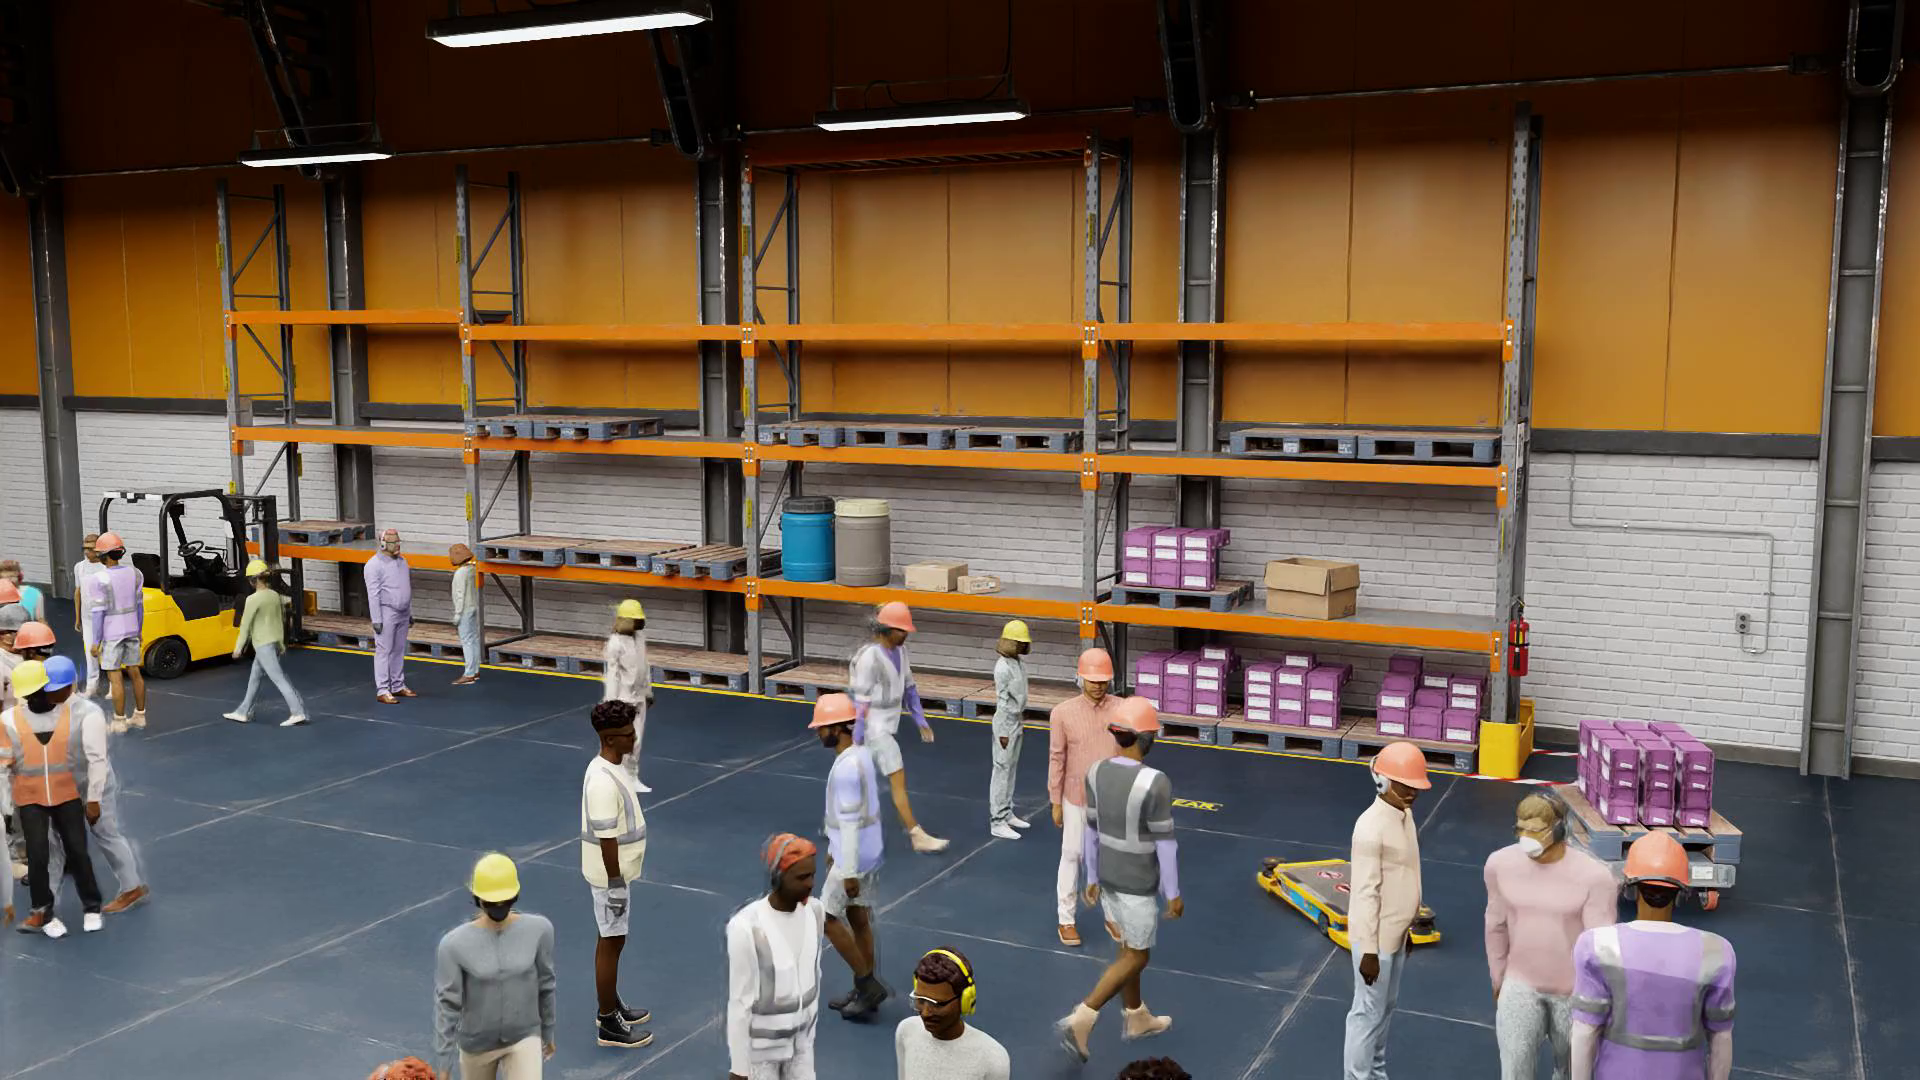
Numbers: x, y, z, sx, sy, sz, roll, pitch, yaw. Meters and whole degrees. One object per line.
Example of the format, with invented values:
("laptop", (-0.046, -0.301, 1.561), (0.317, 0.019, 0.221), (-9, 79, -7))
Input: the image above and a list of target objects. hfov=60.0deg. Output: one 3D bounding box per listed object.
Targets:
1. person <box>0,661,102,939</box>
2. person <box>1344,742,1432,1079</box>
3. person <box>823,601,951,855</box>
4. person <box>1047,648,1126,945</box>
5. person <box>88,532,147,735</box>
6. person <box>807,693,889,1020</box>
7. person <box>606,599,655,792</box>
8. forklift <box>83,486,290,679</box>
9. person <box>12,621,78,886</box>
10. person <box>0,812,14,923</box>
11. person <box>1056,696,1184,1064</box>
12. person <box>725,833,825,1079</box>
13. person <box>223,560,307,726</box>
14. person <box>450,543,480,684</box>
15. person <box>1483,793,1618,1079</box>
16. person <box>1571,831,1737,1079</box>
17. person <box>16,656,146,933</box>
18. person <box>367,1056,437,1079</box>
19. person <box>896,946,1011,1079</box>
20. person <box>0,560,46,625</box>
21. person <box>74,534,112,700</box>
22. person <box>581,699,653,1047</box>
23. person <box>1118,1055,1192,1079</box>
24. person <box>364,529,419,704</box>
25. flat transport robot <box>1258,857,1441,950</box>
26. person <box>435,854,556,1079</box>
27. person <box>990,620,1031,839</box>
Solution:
("person", (-6.053, 1.715, 11.050), (0.597, 1.888, 0.443), (-4, 8, -31))
("person", (2.155, 1.985, 8.374), (0.401, 1.986, 0.612), (4, 8, 31))
("person", (-0.608, 1.446, 12.944), (1.099, 1.979, 0.630), (3, 7, 20))
("person", (0.879, 1.682, 10.917), (0.609, 1.986, 0.413), (-1, 7, -11))
("person", (-8.512, 0.941, 16.767), (0.394, 2.044, 0.609), (3, 7, 22))
("person", (-0.675, 1.852, 9.791), (0.466, 1.910, 0.573), (1, 7, 8))
("person", (-2.847, 1.371, 14.512), (0.353, 1.734, 0.490), (3, 7, 21))
("forklift", (-9.426, 0.454, 20.179), (1.214, 2.155, 2.313), (3, 8, 26))
("person", (-6.692, 1.552, 12.161), (0.356, 1.938, 0.544), (1, 7, 6))
("person", (-5.473, 1.993, 9.028), (0.598, 1.811, 0.622), (-4, 8, -28))
("person", (0.869, 1.875, 9.197), (0.859, 2.017, 0.618), (-5, 8, -34))
("person", (-0.858, 2.182, 7.280), (0.648, 1.866, 0.604), (6, 9, 41))
("person", (-7.163, 1.068, 17.094), (0.931, 1.707, 0.541), (0, 7, 3))
("person", (-5.734, 0.846, 19.237), (0.281, 1.633, 0.499), (0, 7, 1))
("person", (2.697, 2.114, 7.714), (0.644, 1.874, 1.051), (4, 8, 32))
("person", (2.735, 2.168, 6.635), (0.611, 2.042, 0.395), (1, 7, 9))
("person", (-5.973, 1.686, 11.214), (0.635, 1.883, 0.992), (3, 7, 20))
("person", (-1.541, 2.457, 5.149), (0.654, 1.826, 0.680), (-1, 7, -11))
("person", (-0.051, 2.346, 5.938), (0.516, 1.860, 0.322), (5, 9, 38))
("person", (-9.447, 1.090, 16.621), (0.559, 1.788, 0.939), (-1, 7, -6))
("person", (-9.507, 0.848, 18.350), (0.520, 1.844, 0.331), (0, 7, 0))
("person", (-1.955, 1.867, 9.436), (0.367, 1.966, 0.606), (-1, 7, -12))
("person", (0.568, 2.445, 4.783), (0.632, 1.943, 0.604), (4, 8, 28))
("person", (-6.228, 0.827, 18.269), (0.410, 1.909, 0.643), (2, 7, 16))
("flat transport robot", (2.647, 2.464, 11.447), (0.652, 0.197, 1.431), (-2, 7, -14))
("person", (-2.086, 2.225, 7.479), (0.540, 1.722, 0.907), (-3, 8, -24))
("person", (0.423, 1.504, 13.363), (0.316, 1.741, 0.488), (2, 7, 19))
